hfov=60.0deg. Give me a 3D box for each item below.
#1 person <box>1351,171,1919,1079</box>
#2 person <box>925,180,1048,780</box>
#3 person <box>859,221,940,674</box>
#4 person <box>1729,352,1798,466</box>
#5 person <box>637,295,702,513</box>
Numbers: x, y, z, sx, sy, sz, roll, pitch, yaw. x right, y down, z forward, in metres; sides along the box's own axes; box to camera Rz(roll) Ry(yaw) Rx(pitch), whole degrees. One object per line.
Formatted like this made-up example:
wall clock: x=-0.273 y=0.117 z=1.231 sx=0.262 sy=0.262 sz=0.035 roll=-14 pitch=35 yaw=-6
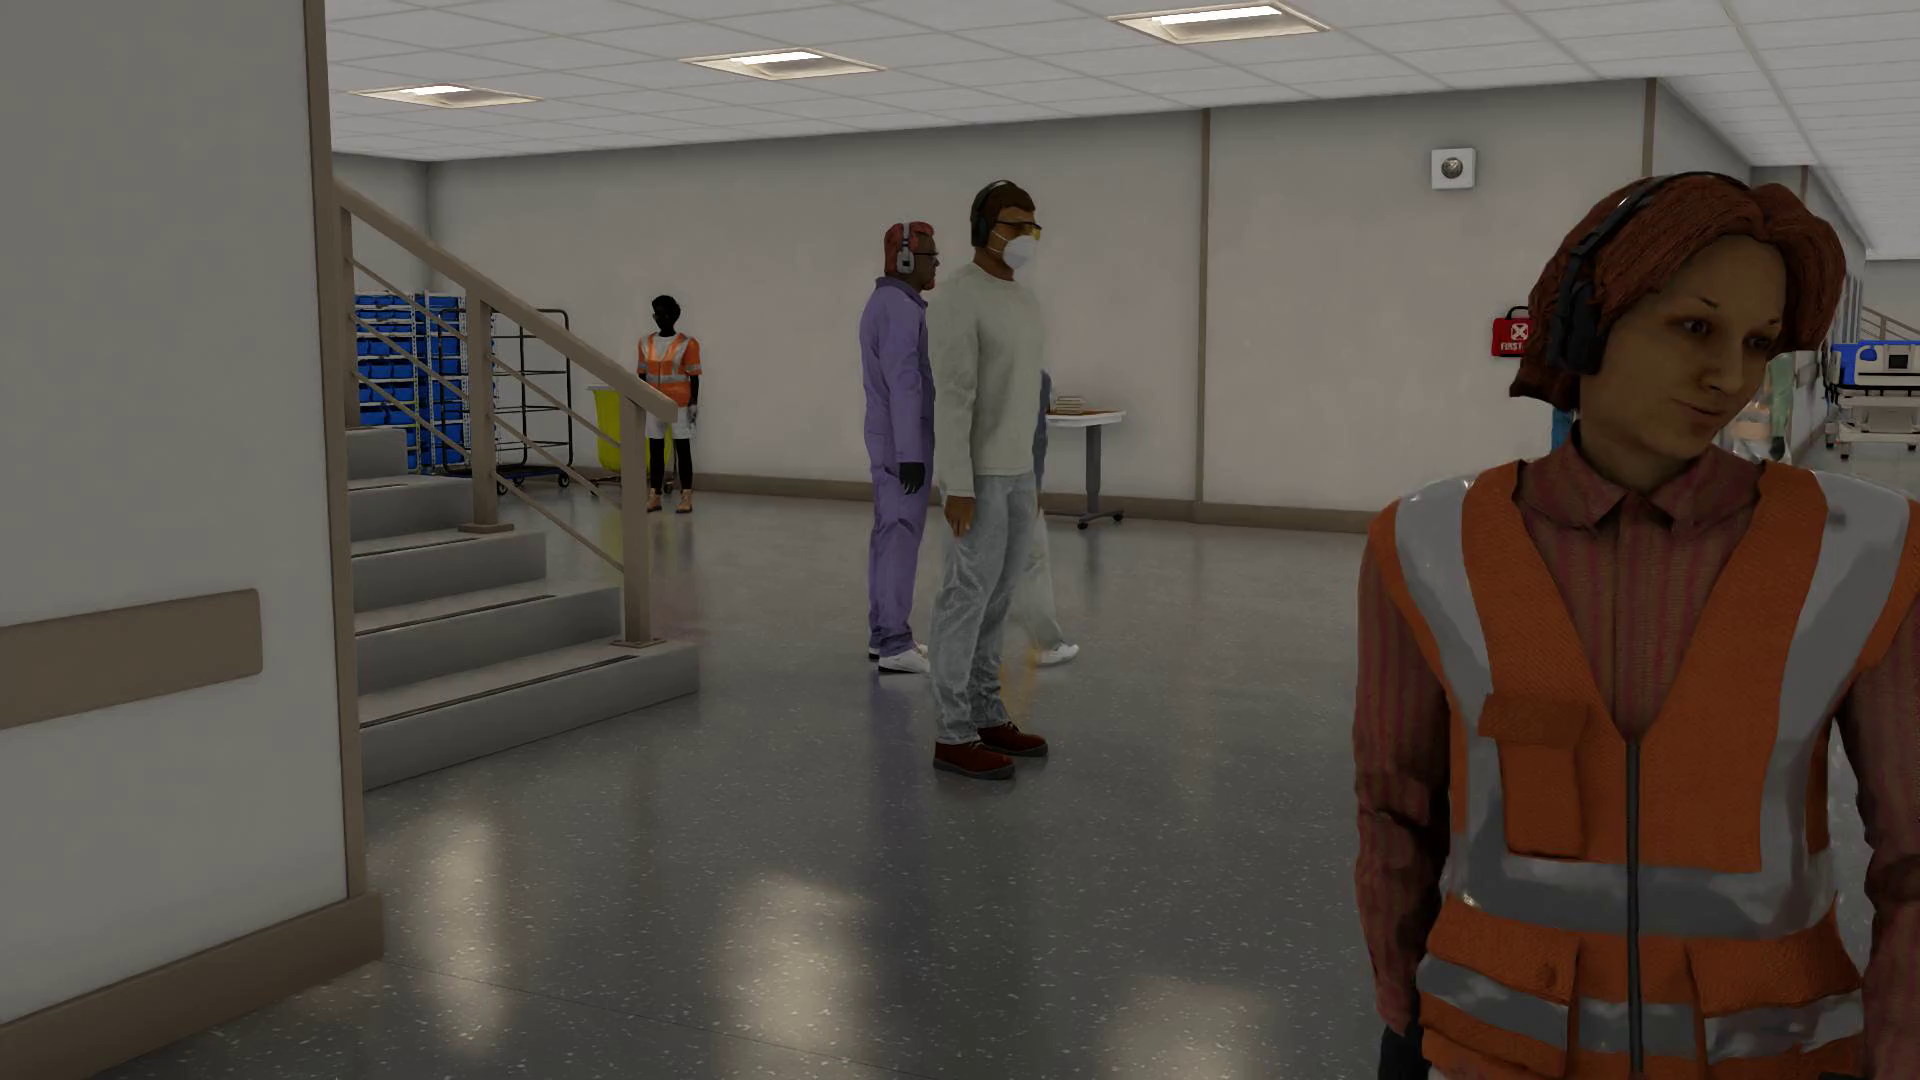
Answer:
person: x=0.573 y=0.497 z=1.429 sx=0.515 sy=1.596 sz=0.726 roll=3 pitch=8 yaw=22
person: x=0.098 y=-0.201 z=5.495 sx=0.355 sy=1.936 sz=0.633 roll=4 pitch=8 yaw=25
person: x=-0.218 y=-0.394 z=7.103 sx=0.403 sy=1.904 sz=0.651 roll=-1 pitch=7 yaw=-8
person: x=4.696 y=-0.610 z=9.802 sx=0.404 sy=1.621 sz=0.532 roll=-1 pitch=7 yaw=-4
person: x=-2.271 y=-1.051 z=12.954 sx=0.533 sy=1.697 sz=0.322 roll=2 pitch=8 yaw=15
